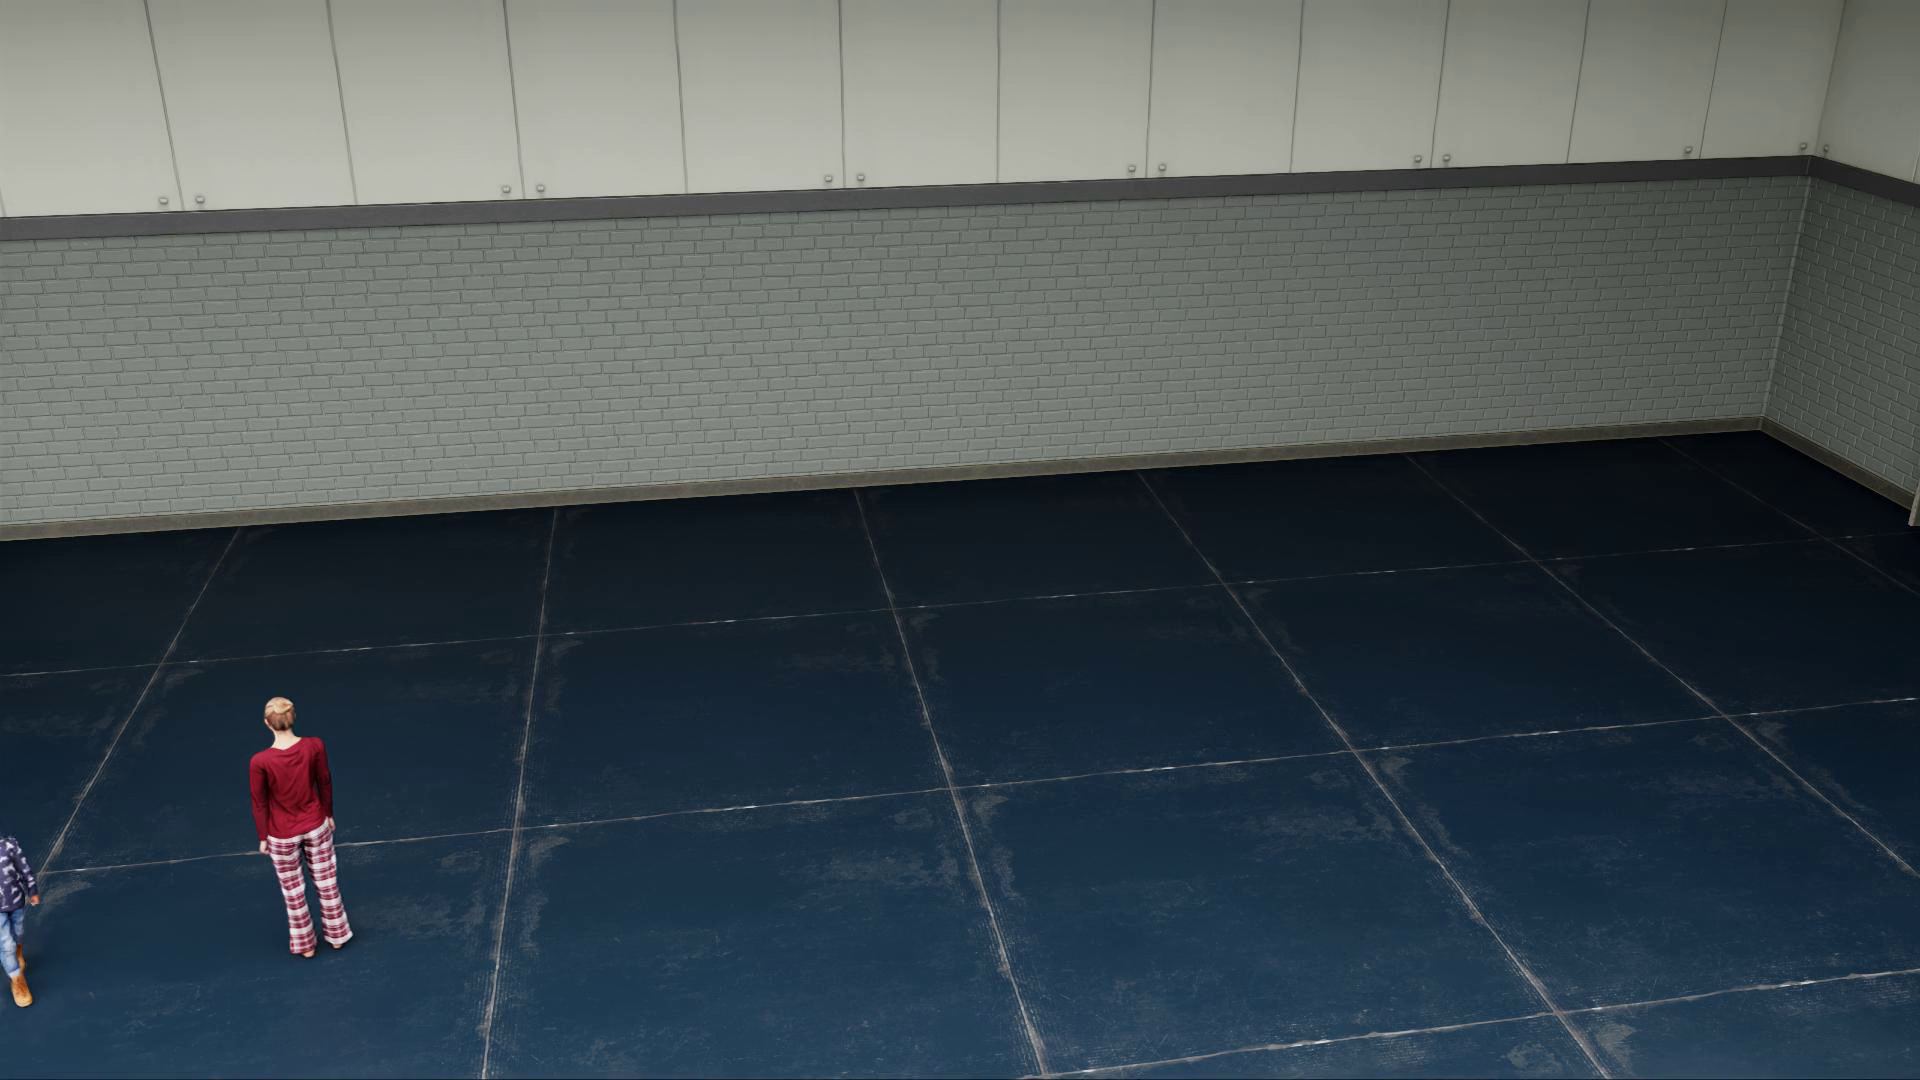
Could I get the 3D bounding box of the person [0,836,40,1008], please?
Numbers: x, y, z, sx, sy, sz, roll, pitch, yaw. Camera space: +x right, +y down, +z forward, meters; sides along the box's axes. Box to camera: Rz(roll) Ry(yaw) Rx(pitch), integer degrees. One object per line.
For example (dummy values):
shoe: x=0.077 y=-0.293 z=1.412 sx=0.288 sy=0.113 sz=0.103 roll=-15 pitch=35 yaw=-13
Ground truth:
person: x=-5.517 y=2.018 z=9.544 sx=0.857 sy=1.232 sz=0.750 roll=21 pitch=31 yaw=40

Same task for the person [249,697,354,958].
person: x=-3.886 y=1.674 z=9.756 sx=0.686 sy=1.699 sz=0.695 roll=-19 pitch=30 yaw=-38
